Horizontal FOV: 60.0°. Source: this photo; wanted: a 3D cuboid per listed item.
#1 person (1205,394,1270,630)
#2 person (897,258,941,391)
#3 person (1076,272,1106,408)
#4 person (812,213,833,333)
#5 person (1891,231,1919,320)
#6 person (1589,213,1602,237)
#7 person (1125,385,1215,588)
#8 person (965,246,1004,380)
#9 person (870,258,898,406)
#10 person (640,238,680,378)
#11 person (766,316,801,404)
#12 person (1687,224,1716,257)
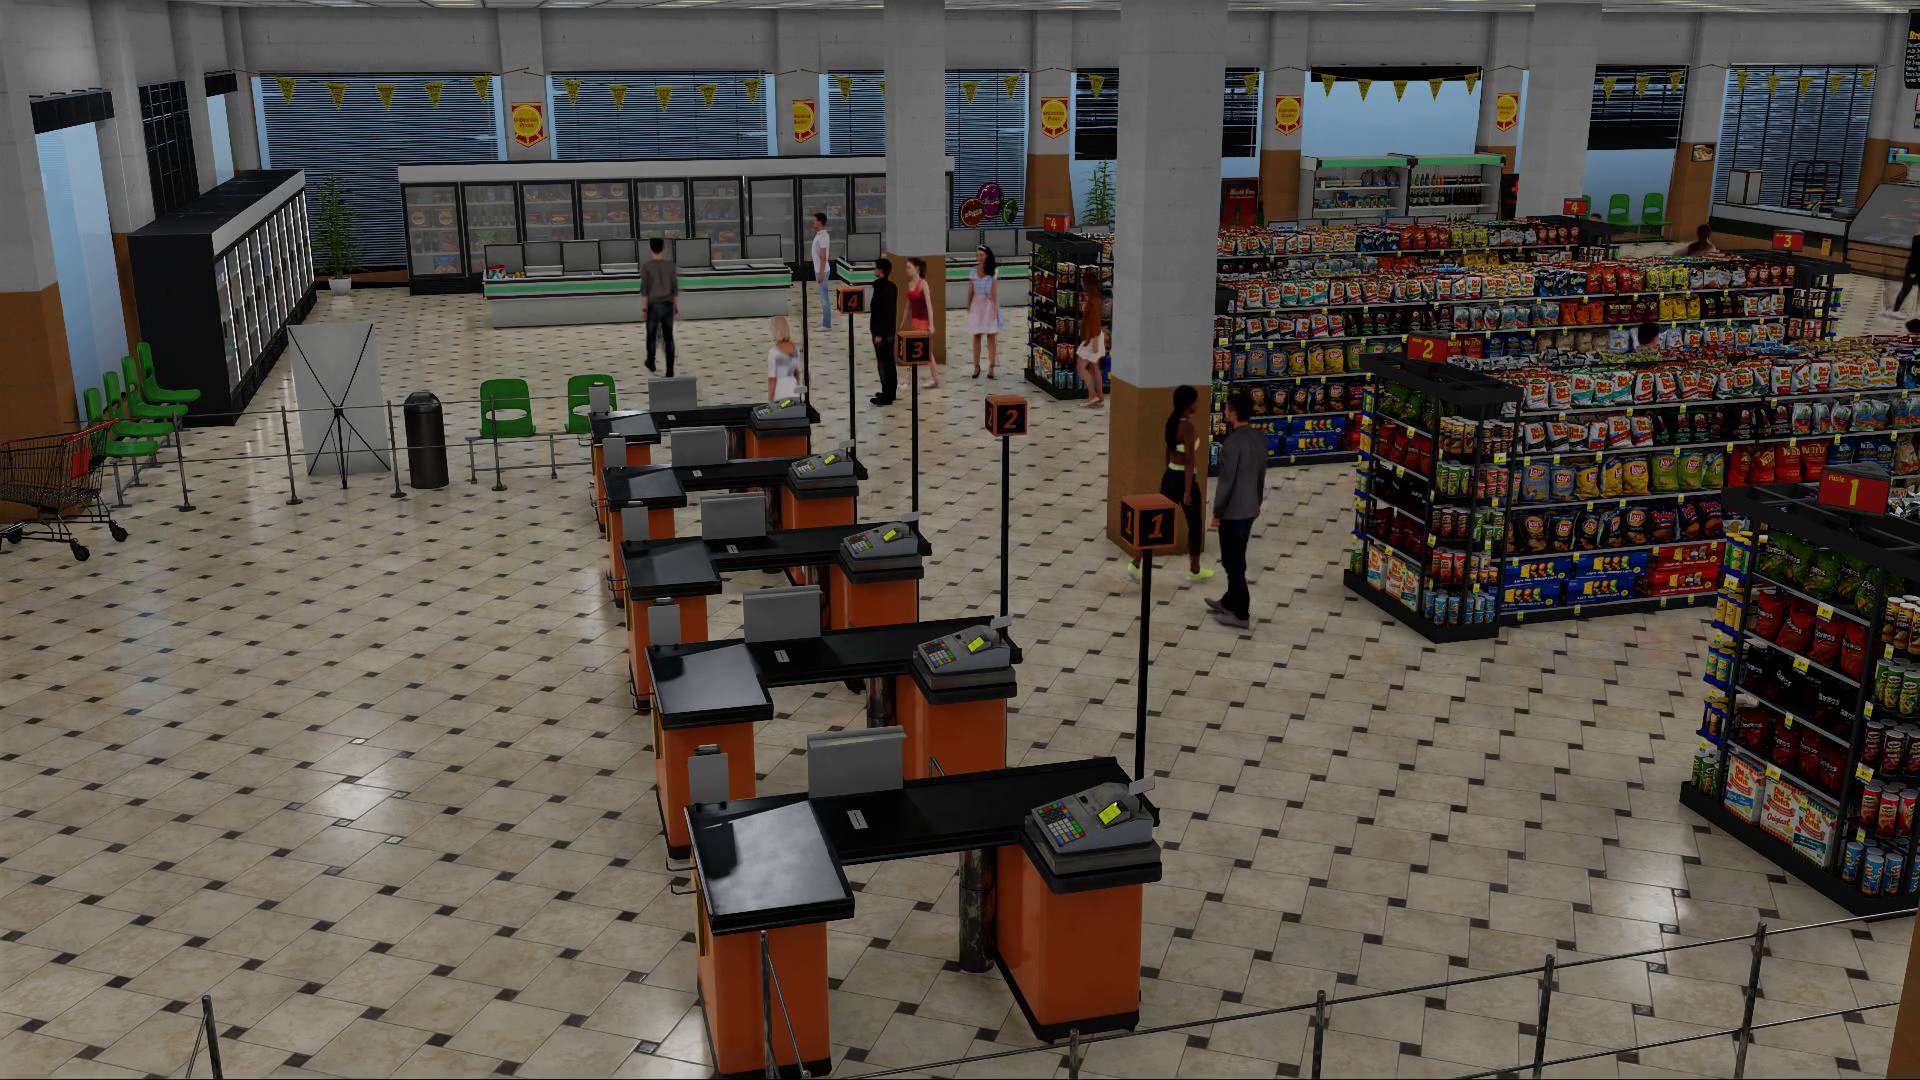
[{"bbox_3d":[2.216,-0.230,13.096,0.957,1.871,0.906,15,22,40],"label":"person"},{"bbox_3d":[-0.440,-2.859,22.013,0.993,1.721,0.706,-9,19,-28],"label":"person"},{"bbox_3d":[1.748,-2.489,20.829,0.709,1.700,0.714,1,17,3],"label":"person"},{"bbox_3d":[-2.176,-4.249,26.367,0.601,1.851,0.683,-1,17,-4],"label":"person"},{"bbox_3d":[15.619,-4.411,27.257,0.957,1.644,0.681,-6,18,-20],"label":"person"},{"bbox_3d":[10.652,-4.667,28.055,0.759,1.670,0.647,16,23,41],"label":"person"},{"bbox_3d":[1.760,-0.414,13.962,1.181,1.720,0.773,-10,19,-29],"label":"person"},{"bbox_3d":[0.344,-3.107,22.670,0.850,1.814,0.920,5,17,15],"label":"person"},{"bbox_3d":[-0.960,-2.655,21.138,0.746,1.839,0.802,3,17,9],"label":"person"},{"bbox_3d":[-4.055,-3.123,22.621,1.017,1.872,0.831,-7,18,-21],"label":"person"},{"bbox_3d":[-1.778,-1.397,17.378,0.682,1.616,0.769,-15,22,-40],"label":"person"},{"bbox_3d":[11.485,-4.022,25.933,1.088,1.668,1.159,10,20,30],"label":"person"}]
